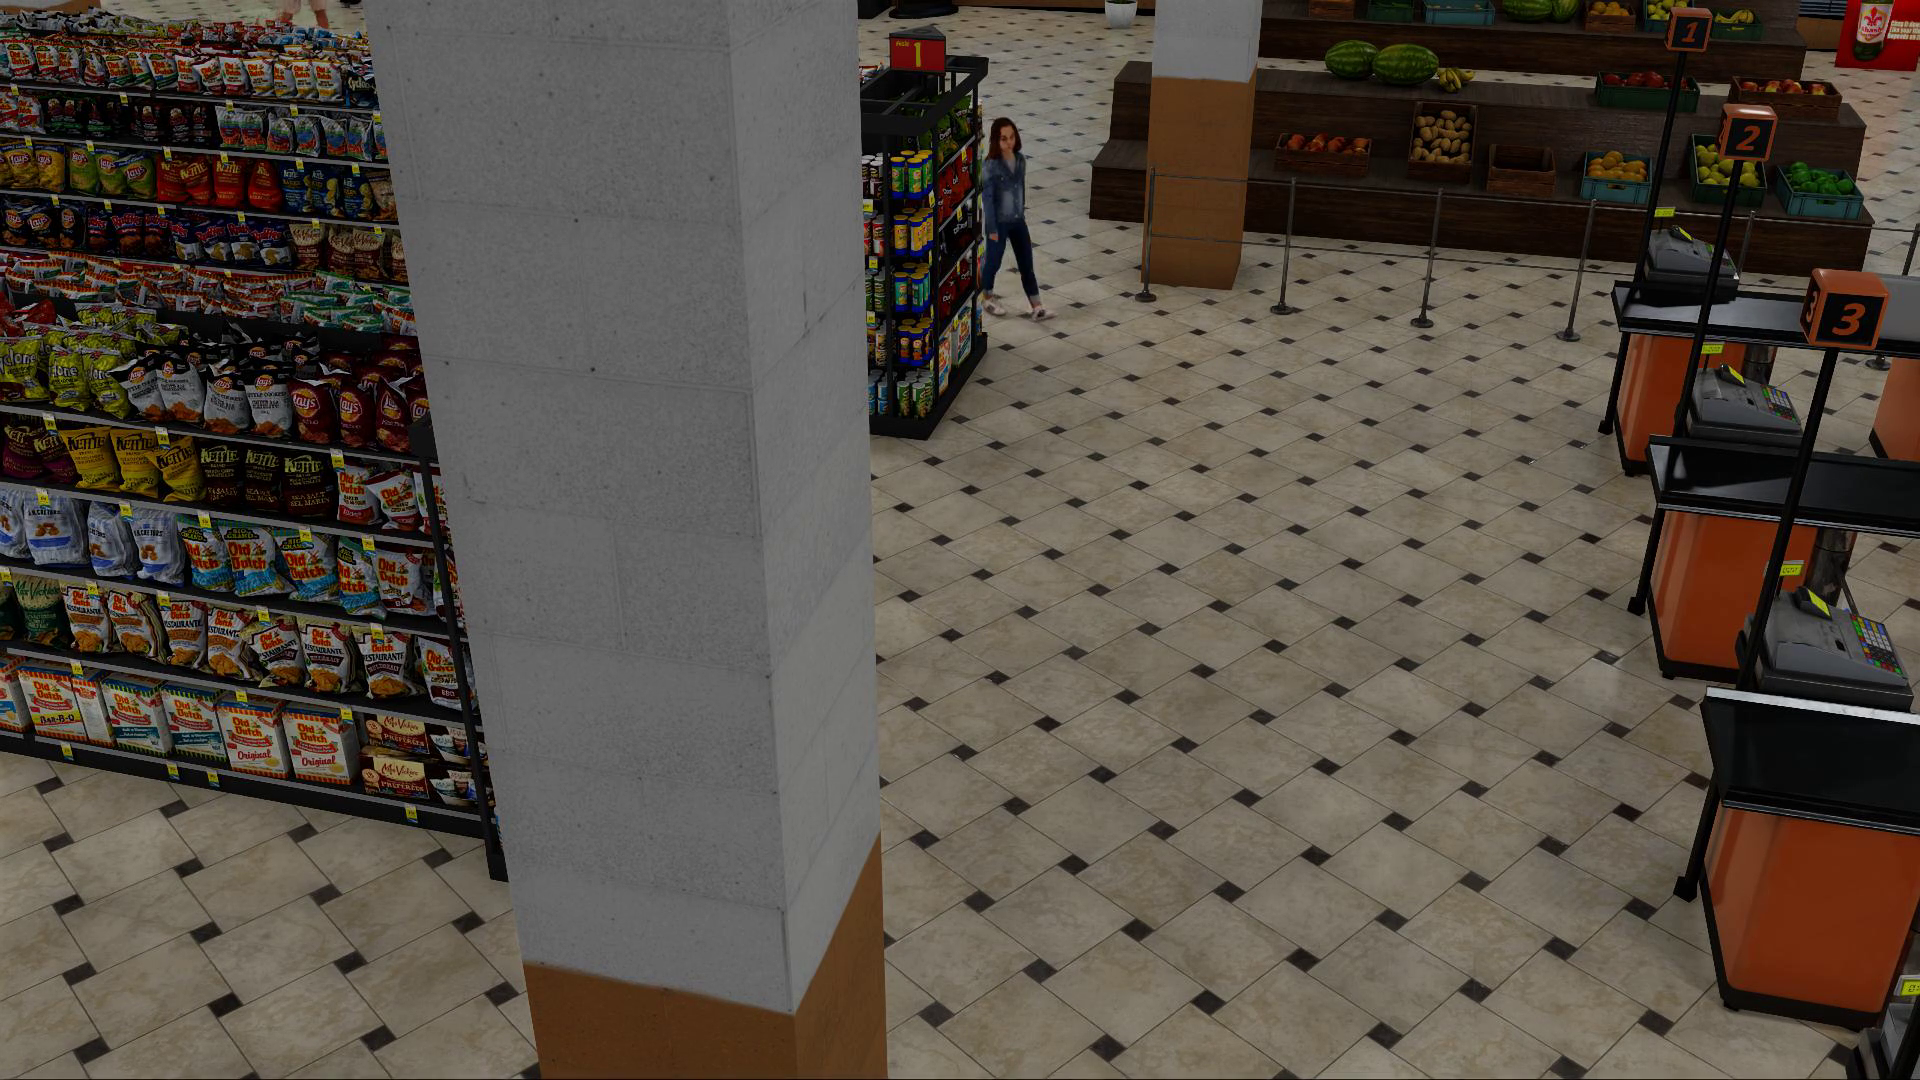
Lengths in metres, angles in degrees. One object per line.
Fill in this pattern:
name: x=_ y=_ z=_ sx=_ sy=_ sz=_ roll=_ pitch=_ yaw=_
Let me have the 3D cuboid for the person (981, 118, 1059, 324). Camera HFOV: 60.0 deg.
person: x=0.262 y=-2.243 z=11.709 sx=0.899 sy=1.449 sz=1.035 roll=-24 pitch=37 yaw=-36

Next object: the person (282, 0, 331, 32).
person: x=-7.751 y=-6.592 z=19.284 sx=1.324 sy=1.823 sz=0.947 roll=19 pitch=34 yaw=30
